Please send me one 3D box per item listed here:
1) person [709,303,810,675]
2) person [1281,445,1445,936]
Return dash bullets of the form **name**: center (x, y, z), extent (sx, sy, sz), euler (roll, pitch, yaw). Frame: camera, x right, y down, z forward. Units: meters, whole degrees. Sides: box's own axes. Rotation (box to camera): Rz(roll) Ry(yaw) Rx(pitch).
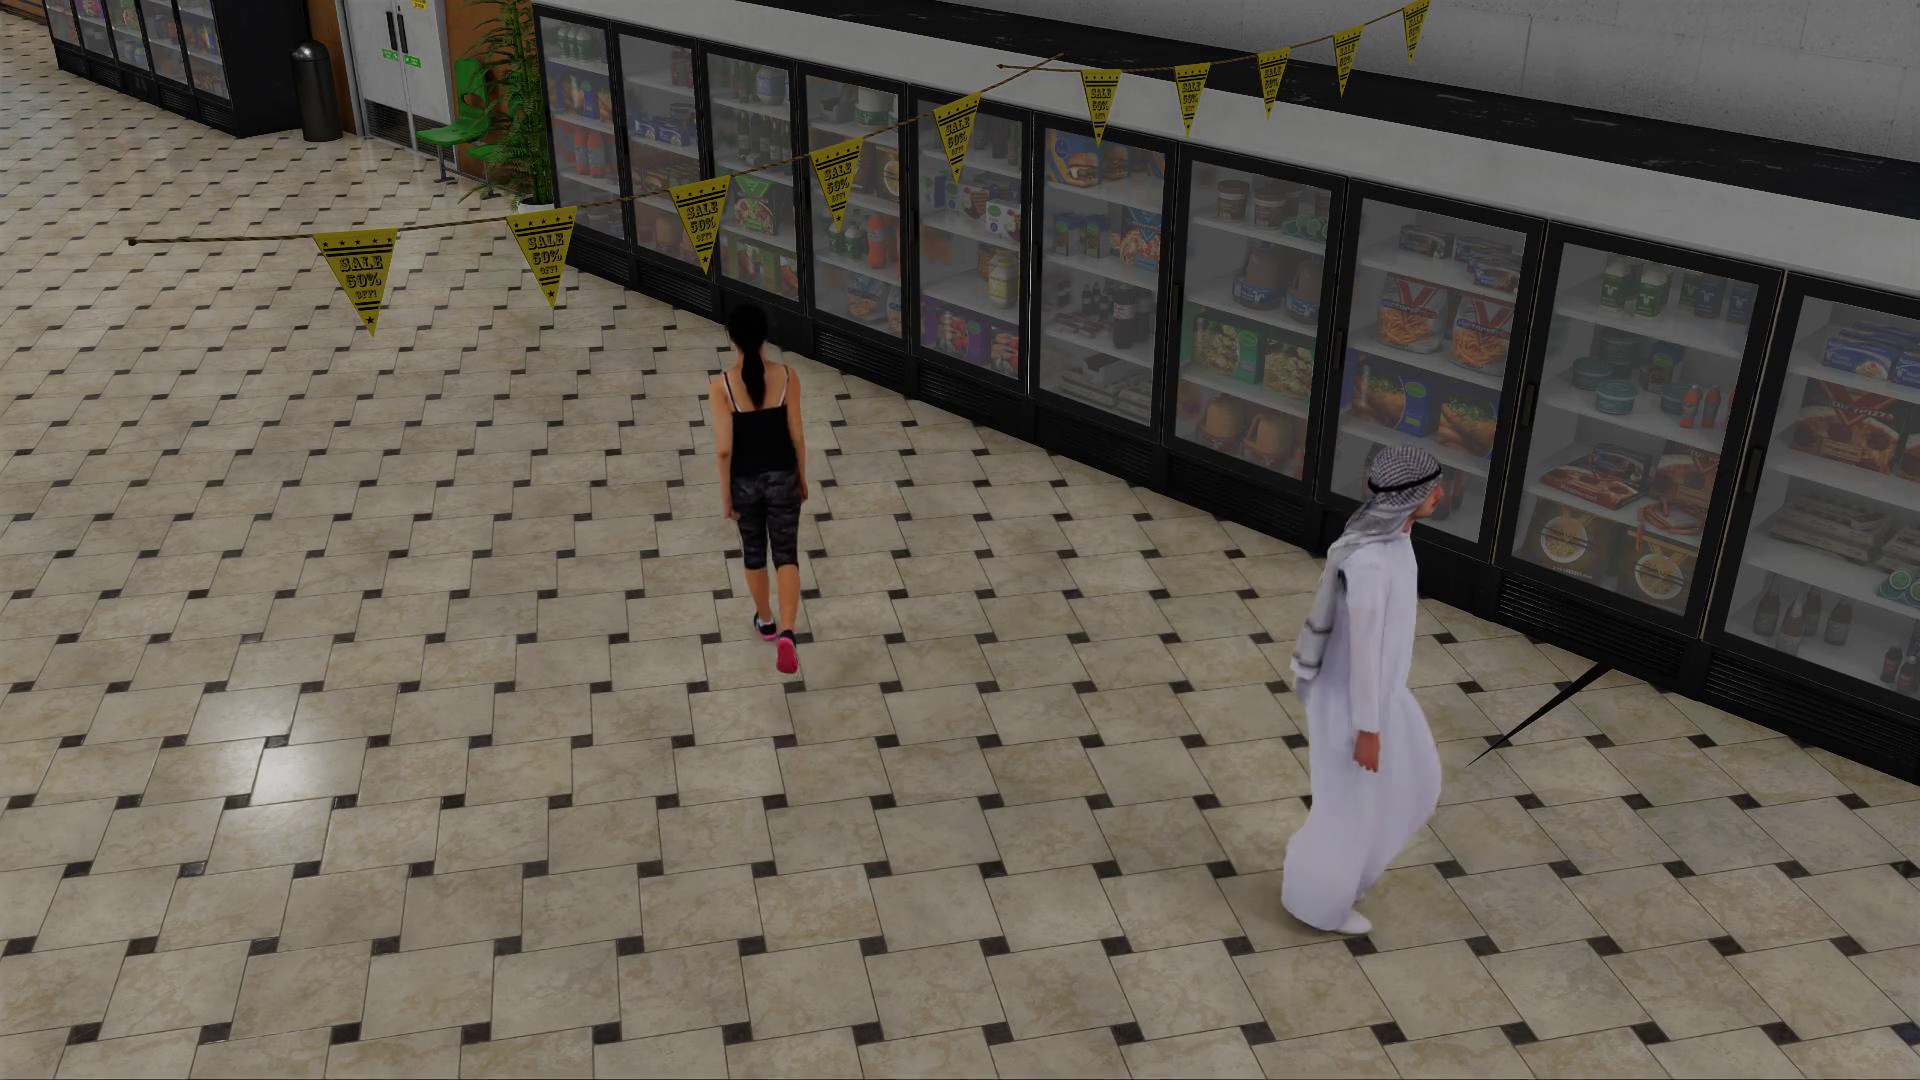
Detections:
- **person**: center (-0.861, -0.197, 7.431), extent (1.043, 1.711, 0.991), euler (-6, 28, -12)
- **person**: center (1.285, 0.539, 5.762), extent (0.855, 1.910, 0.803), euler (13, 30, 24)
